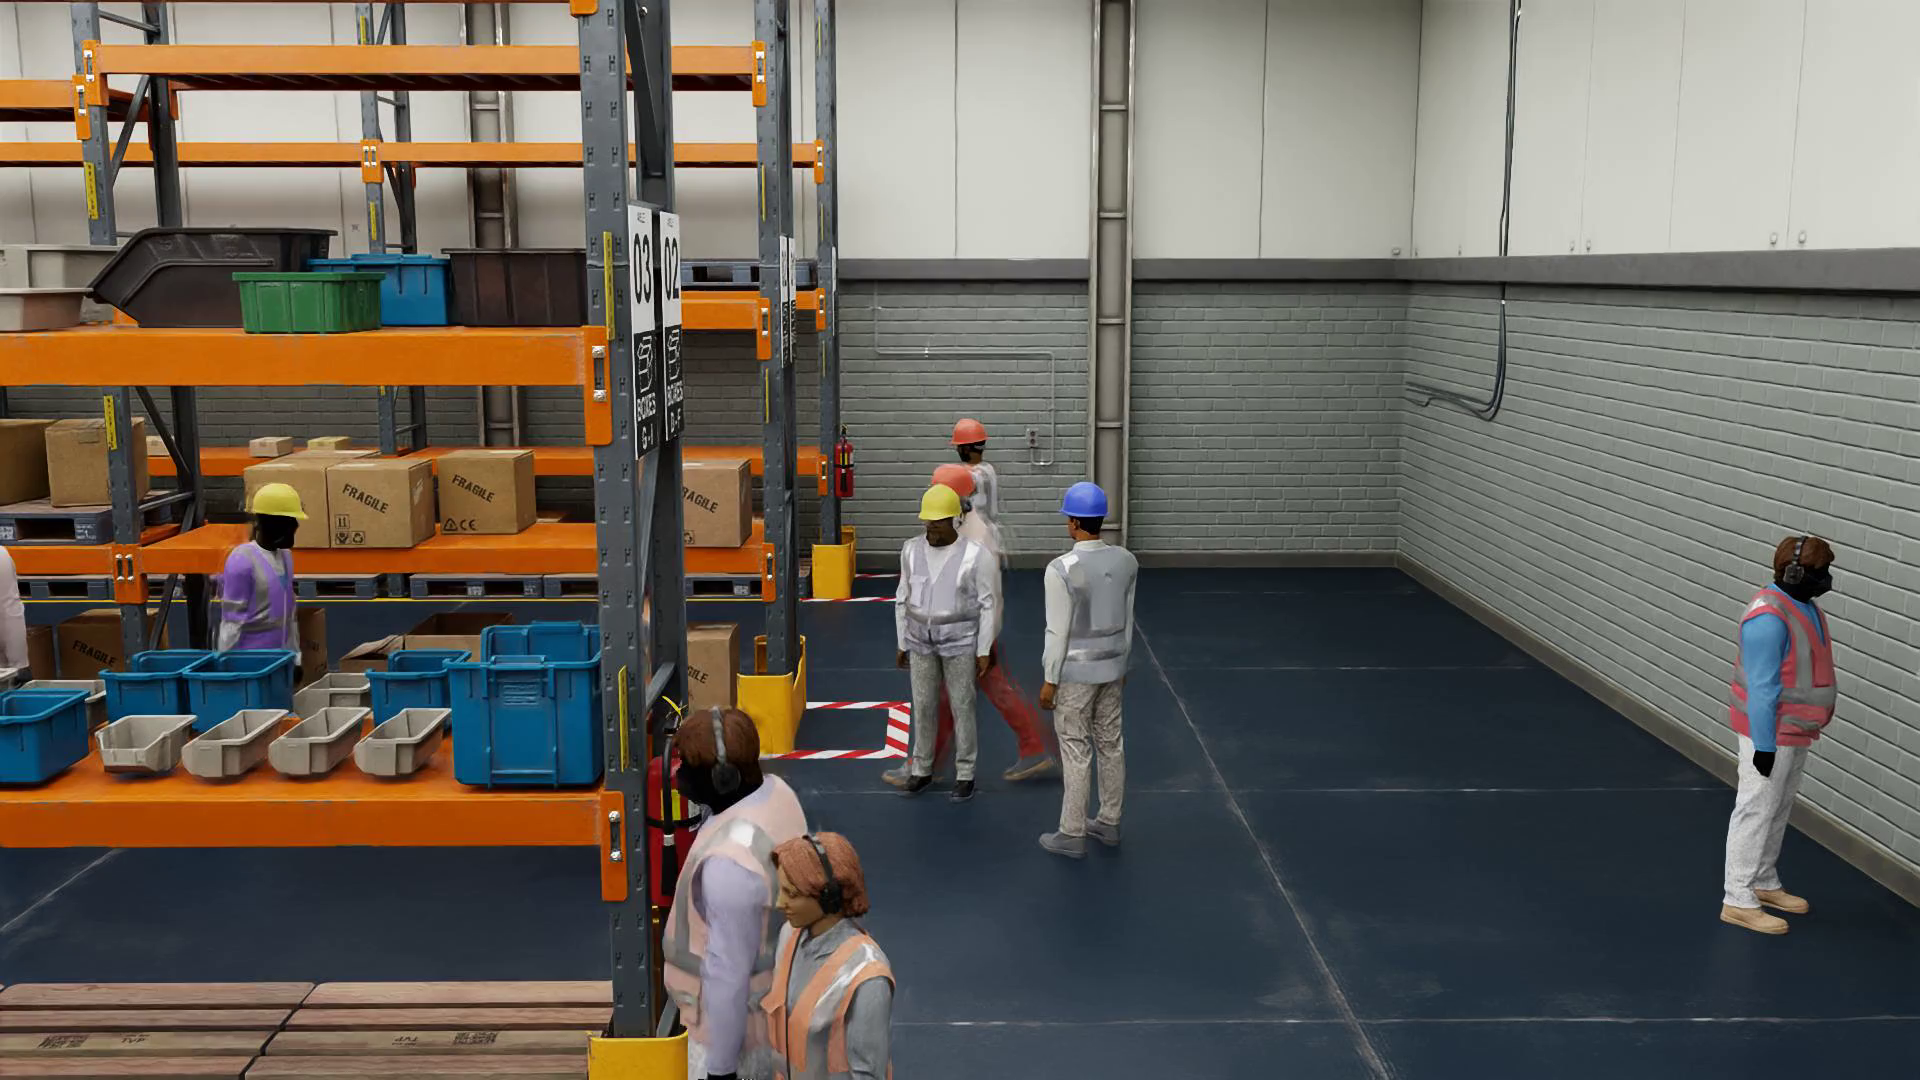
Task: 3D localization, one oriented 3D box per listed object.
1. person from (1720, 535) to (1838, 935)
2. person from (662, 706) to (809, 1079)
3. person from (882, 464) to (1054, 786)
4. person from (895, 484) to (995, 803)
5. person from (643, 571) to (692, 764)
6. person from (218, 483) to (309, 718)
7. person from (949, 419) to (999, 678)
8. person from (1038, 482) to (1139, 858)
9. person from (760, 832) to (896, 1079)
[{"bbox_3d":[3.793,0.881,7.677,0.431,1.835,0.624,8,12,41],"label":"person"},{"bbox_3d":[-0.586,1.355,4.789,0.530,1.820,0.636,1,9,7],"label":"person"},{"bbox_3d":[0.087,0.503,9.729,1.025,1.926,0.635,-1,9,-4],"label":"person"},{"bbox_3d":[-0.101,0.586,9.480,0.600,1.827,0.404,4,10,22],"label":"person"},{"bbox_3d":[-1.523,0.850,8.476,0.464,1.619,0.525,-4,10,-25],"label":"person"},{"bbox_3d":[-3.723,0.638,8.963,0.687,1.888,0.608,0,9,0],"label":"person"},{"bbox_3d":[0.098,0.066,12.355,0.376,1.932,0.543,1,9,9],"label":"person"},{"bbox_3d":[0.653,0.668,8.613,0.605,1.948,0.391,-8,12,-41],"label":"person"},{"bbox_3d":[-0.326,1.534,4.275,0.315,1.631,0.523,-6,11,-32],"label":"person"}]
